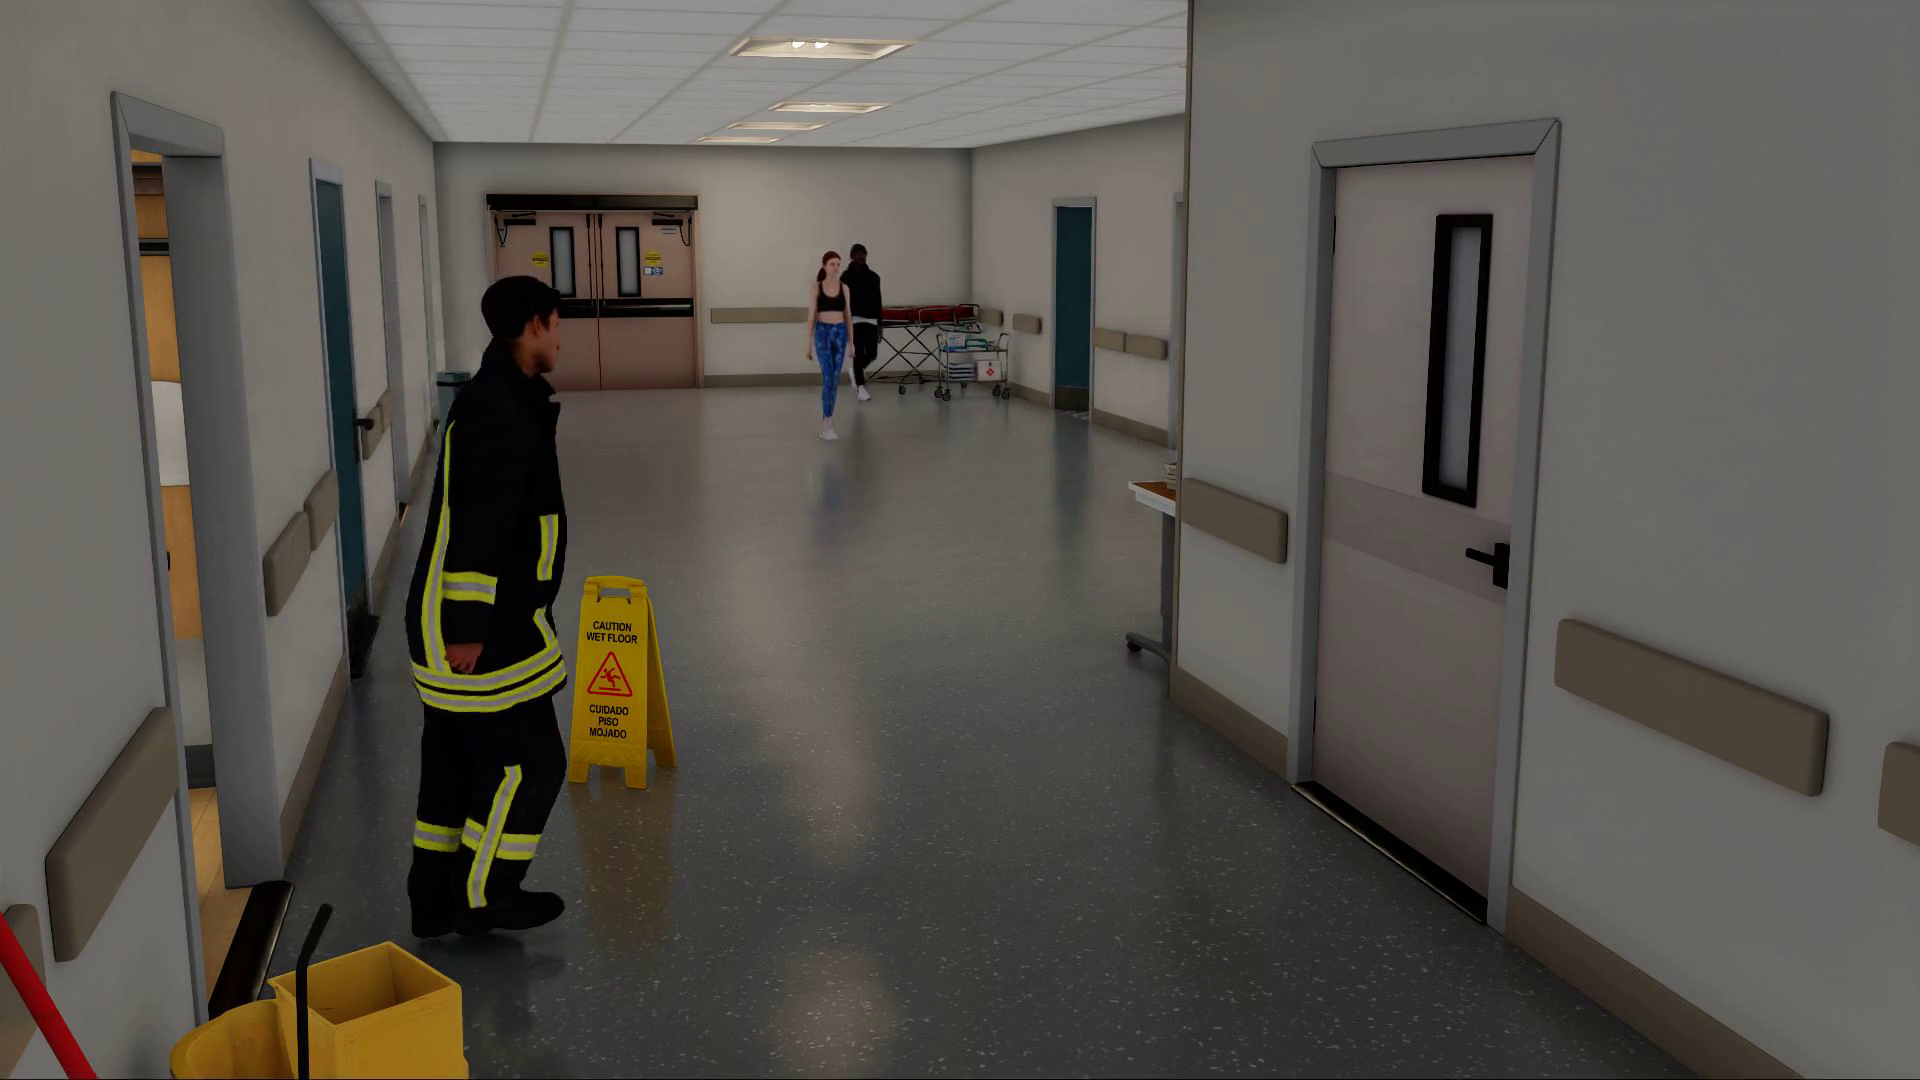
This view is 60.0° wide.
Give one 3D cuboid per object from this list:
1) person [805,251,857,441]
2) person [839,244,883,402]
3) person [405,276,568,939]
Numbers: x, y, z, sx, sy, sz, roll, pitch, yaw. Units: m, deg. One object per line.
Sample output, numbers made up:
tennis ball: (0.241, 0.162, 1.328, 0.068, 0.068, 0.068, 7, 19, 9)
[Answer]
person: (-1.258, -1.814, 15.685, 0.669, 1.770, 0.754, -5, 12, -26)
person: (-1.174, -2.529, 19.358, 0.791, 1.805, 1.060, -5, 12, -24)
person: (-1.386, 0.225, 4.662, 0.912, 1.873, 0.752, -2, 11, -11)
